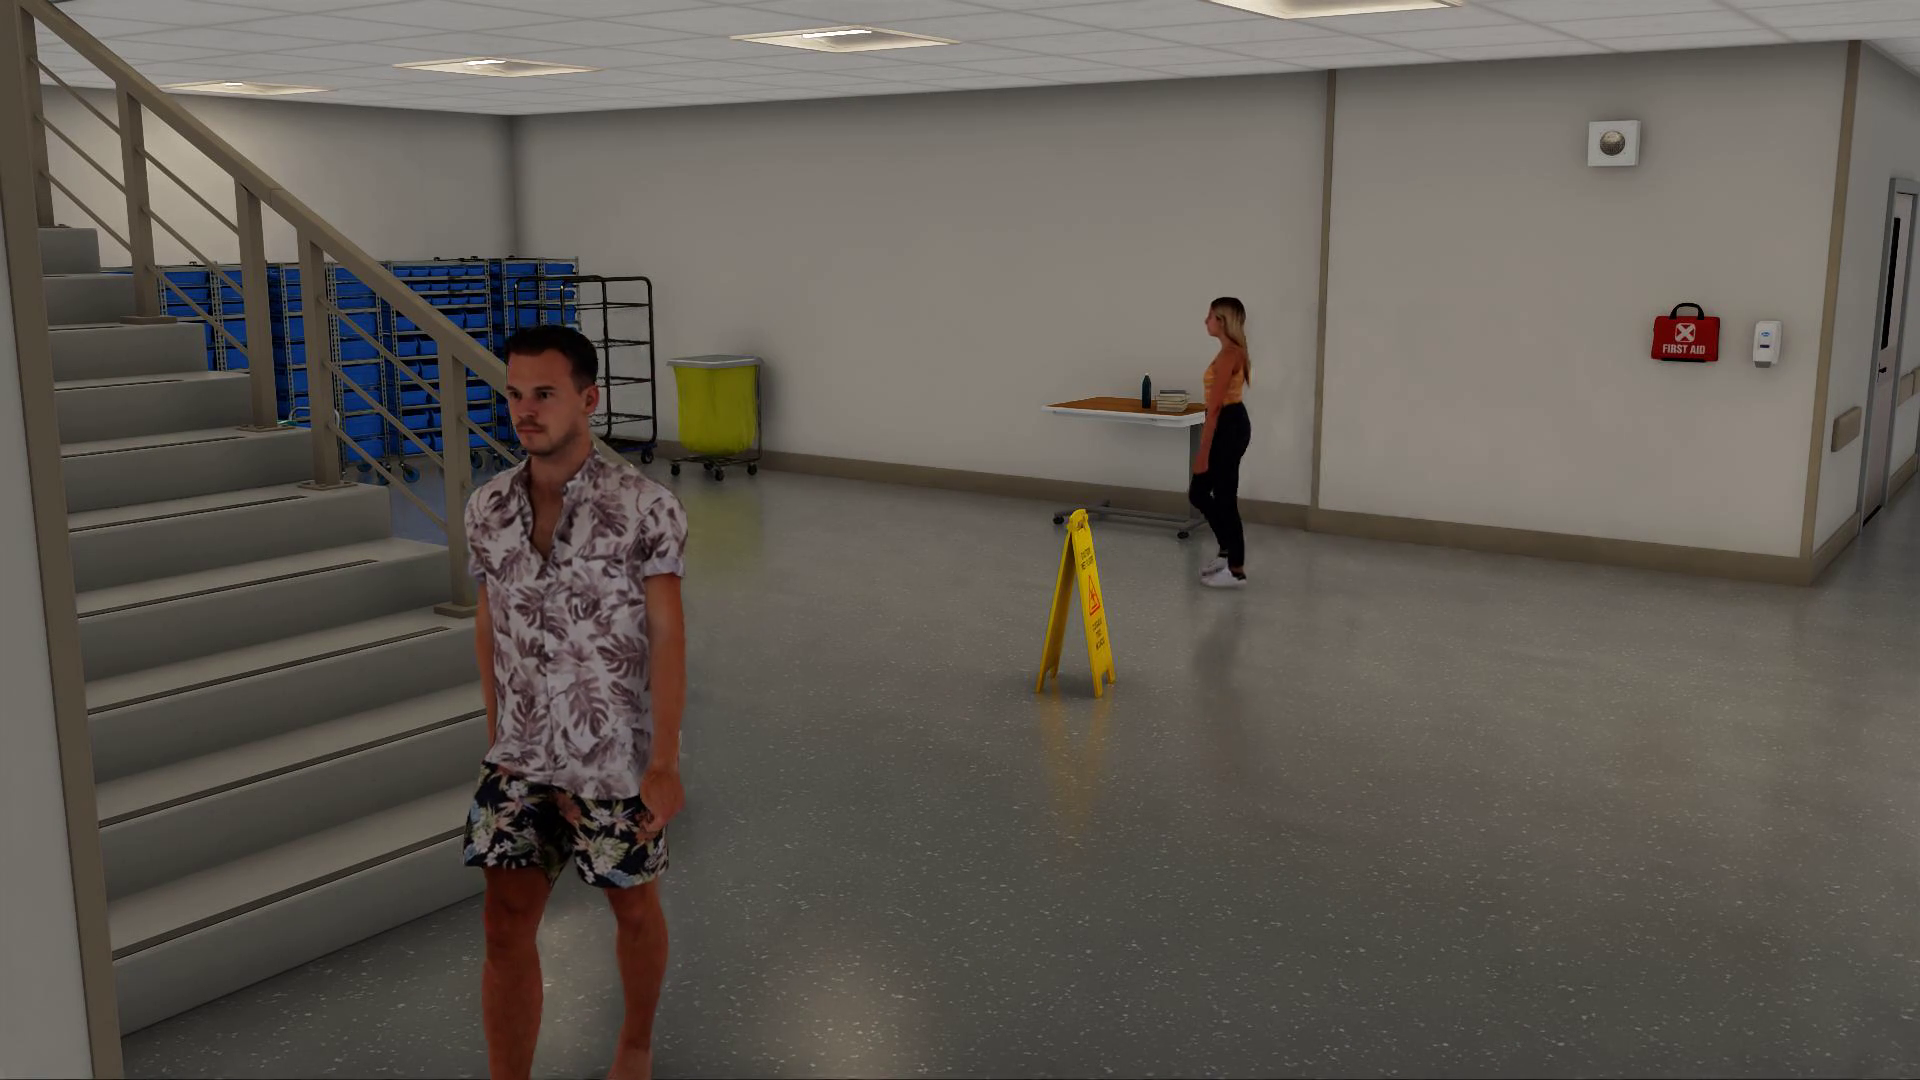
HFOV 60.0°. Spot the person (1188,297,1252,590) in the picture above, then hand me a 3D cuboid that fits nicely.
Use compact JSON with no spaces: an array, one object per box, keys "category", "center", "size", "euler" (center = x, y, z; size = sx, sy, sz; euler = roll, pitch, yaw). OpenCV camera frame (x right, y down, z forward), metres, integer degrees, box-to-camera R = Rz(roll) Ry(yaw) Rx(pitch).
[{"category":"person","center":[1.554,-0.521,9.209],"size":[0.682,1.617,0.662],"euler":[2,11,11]}]

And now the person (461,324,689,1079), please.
[{"category":"person","center":[-0.810,0.428,3.743],"size":[0.997,1.791,0.973],"euler":[2,11,9]}]
